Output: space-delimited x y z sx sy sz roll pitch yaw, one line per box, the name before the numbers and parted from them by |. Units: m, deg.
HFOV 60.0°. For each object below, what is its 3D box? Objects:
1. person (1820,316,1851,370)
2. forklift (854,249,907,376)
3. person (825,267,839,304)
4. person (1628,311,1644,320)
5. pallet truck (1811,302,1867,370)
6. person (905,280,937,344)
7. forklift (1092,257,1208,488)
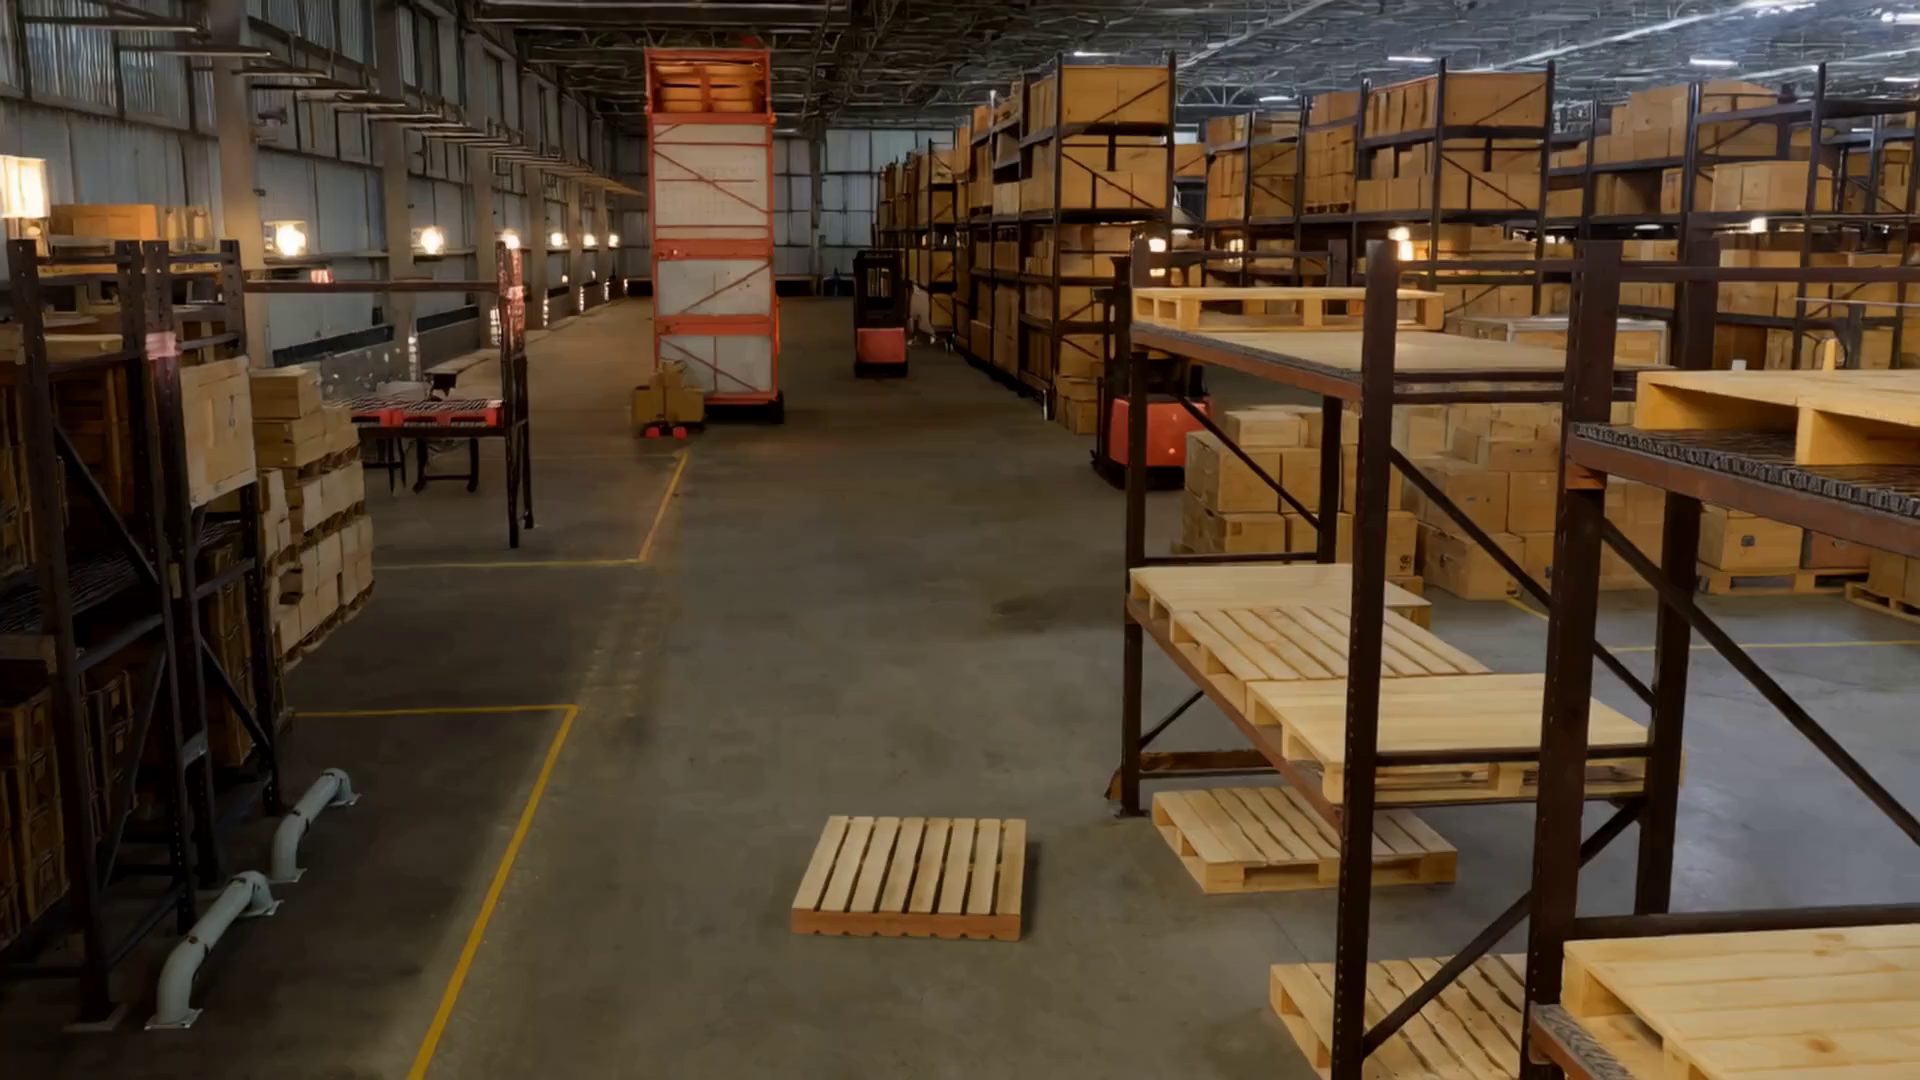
person | 13.012 -2.373 24.782 0.587 1.911 0.397 -9 14 -42
forklift | -1.807 -5.153 37.487 1.129 2.768 1.873 -1 10 -6
person | -6.104 -12.117 79.242 0.624 1.736 0.574 1 10 6
person | 11.751 -3.143 29.371 0.705 1.794 0.430 0 10 1
pallet truck | 15.846 -3.142 28.793 1.885 1.965 0.823 2 10 12
person | -1.132 -6.643 48.555 0.928 1.871 0.643 -1 10 -6
forklift | 2.401 -2.139 20.784 1.129 2.768 1.873 -1 10 -6
